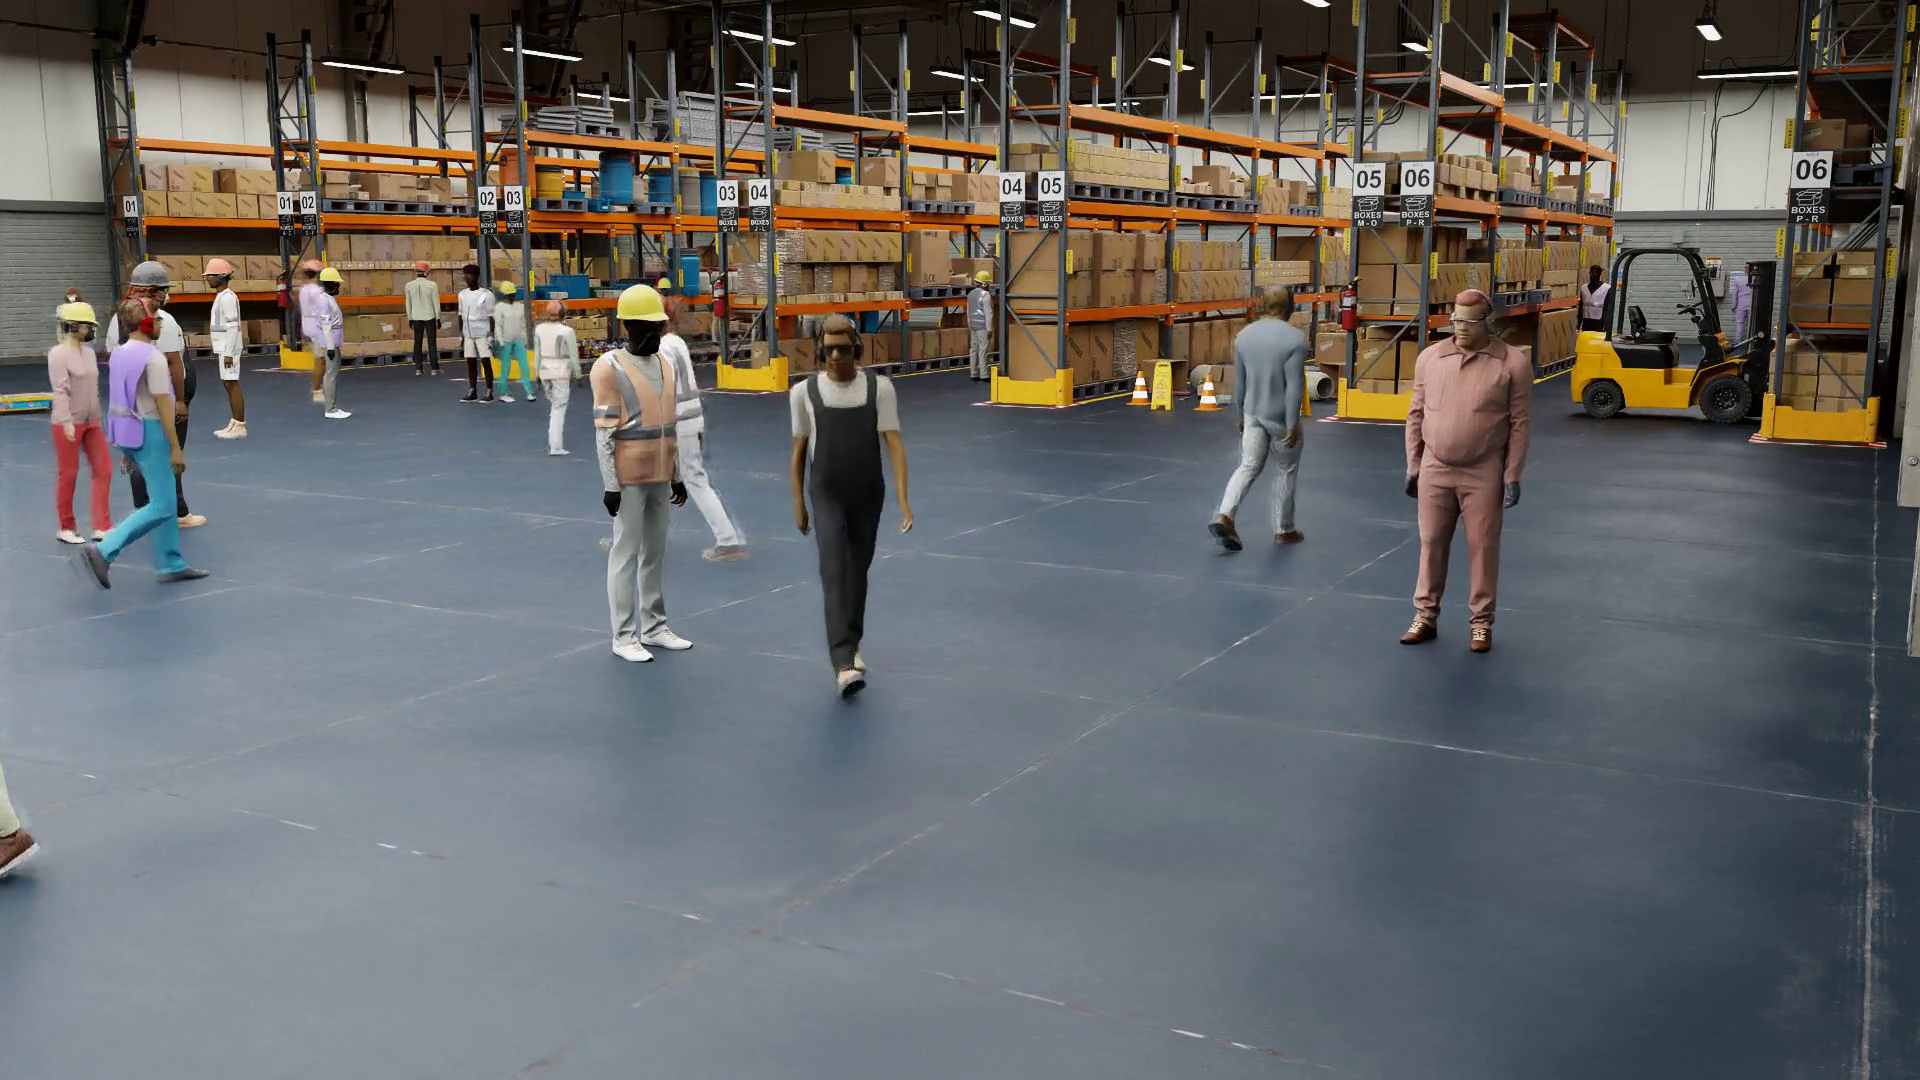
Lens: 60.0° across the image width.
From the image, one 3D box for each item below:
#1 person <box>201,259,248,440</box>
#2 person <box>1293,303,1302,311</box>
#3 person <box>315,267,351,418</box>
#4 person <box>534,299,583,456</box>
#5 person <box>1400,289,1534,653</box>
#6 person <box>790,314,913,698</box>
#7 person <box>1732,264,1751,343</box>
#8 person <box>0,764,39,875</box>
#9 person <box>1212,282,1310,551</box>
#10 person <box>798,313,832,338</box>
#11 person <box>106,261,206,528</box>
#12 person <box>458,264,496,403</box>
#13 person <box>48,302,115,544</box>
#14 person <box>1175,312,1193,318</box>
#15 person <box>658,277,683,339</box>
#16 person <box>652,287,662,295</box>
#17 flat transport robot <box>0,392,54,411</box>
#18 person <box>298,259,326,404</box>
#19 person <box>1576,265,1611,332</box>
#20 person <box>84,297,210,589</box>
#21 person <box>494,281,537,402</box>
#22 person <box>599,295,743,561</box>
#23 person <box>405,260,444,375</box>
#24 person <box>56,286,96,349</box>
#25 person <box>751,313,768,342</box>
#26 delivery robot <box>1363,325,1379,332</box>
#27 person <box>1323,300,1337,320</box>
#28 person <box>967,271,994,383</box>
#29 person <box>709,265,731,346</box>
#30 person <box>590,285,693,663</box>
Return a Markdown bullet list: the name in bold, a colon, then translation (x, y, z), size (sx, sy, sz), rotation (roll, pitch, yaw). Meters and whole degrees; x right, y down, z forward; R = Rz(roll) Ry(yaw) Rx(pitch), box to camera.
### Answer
- **person**: translation (-8.340, -2.157, 18.859), size (0.373, 2.042, 0.614), rotation (-5, 11, -29)
- **person**: translation (7.512, -5.310, 37.743), size (0.554, 1.892, 0.749), rotation (9, 13, 42)
- **person**: translation (-8.047, -2.523, 21.342), size (0.368, 1.926, 0.594), rotation (-2, 10, -14)
- **person**: translation (-4.175, -1.688, 17.343), size (0.541, 1.620, 0.499), rotation (5, 11, 28)
- **person**: translation (2.647, -0.361, 8.770), size (0.636, 1.902, 0.405), rotation (6, 11, 31)
- **person**: translation (-0.522, -0.166, 7.932), size (0.532, 1.790, 0.970), rotation (-2, 10, -13)
- **person**: translation (17.914, -5.332, 37.845), size (0.636, 1.911, 0.404), rotation (4, 10, 22)
- **person**: translation (-3.399, 0.222, 5.574), size (0.490, 1.838, 0.666), rotation (-6, 11, -30)
- **person**: translation (2.140, -0.864, 11.739), size (0.632, 1.909, 0.928), rotation (9, 14, 44)
- **person**: translation (-2.574, -3.920, 29.524), size (0.625, 1.934, 0.363), rotation (0, 10, 0)
- **person**: translation (-6.122, -1.110, 12.737), size (0.688, 2.000, 0.536), rotation (5, 11, 28)
- **person**: translation (-6.821, -2.908, 23.479), size (0.608, 1.965, 0.369), rotation (4, 10, 21)
- **person**: translation (-6.346, -0.826, 11.980), size (0.504, 1.745, 0.608), rotation (1, 10, 8)
- **person**: translation (4.555, -4.580, 33.730), size (0.542, 1.814, 1.016), rotation (7, 12, 35)
- **person**: translation (-4.495, -3.118, 25.356), size (0.524, 1.753, 0.365), rotation (1, 10, 3)
- **person**: translation (-4.843, -3.220, 26.427), size (0.515, 1.587, 0.870), rotation (2, 10, 9)
- **flat transport robot**: translation (-12.472, -1.825, 22.098), size (0.652, 0.197, 1.431), rotation (9, 13, 43)
- **person**: translation (-8.991, -2.925, 23.423), size (0.487, 2.027, 0.671), rotation (-8, 13, -40)
- **person**: translation (10.985, -3.799, 28.836), size (0.381, 1.918, 0.596), rotation (-8, 13, -39)
- **person**: translation (-5.095, -0.590, 10.331), size (0.580, 1.825, 0.732), rotation (9, 13, 42)
- **person**: translation (-6.294, -2.792, 23.526), size (0.746, 1.717, 0.569), rotation (8, 12, 39)
- **person**: translation (-1.939, -0.741, 11.237), size (0.985, 1.820, 0.649), rotation (0, 10, -2)
- **person**: translation (-9.359, -3.876, 29.064), size (0.609, 1.996, 0.379), rotation (1, 10, 6)
- **person**: translation (-13.480, -3.057, 25.373), size (0.526, 1.620, 0.349), rotation (-3, 10, -16)
- **person**: translation (-4.444, -5.034, 36.924), size (0.499, 1.627, 0.273), rotation (7, 12, 34)
- **delivery robot**: translation (9.372, -4.630, 37.414), size (0.707, 0.478, 0.477), rotation (-2, 10, -10)
- **person**: translation (8.634, -5.272, 38.426), size (0.781, 1.595, 0.551), rotation (1, 10, 5)
- **person**: translation (0.351, -3.476, 27.198), size (0.404, 1.833, 0.591), rotation (-6, 12, -33)
- **person**: translation (-5.578, -5.401, 38.384), size (0.521, 1.865, 0.336), rotation (6, 11, 30)
- **person**: translation (-1.632, -0.345, 8.595), size (0.369, 1.927, 0.589), rotation (5, 11, 29)
